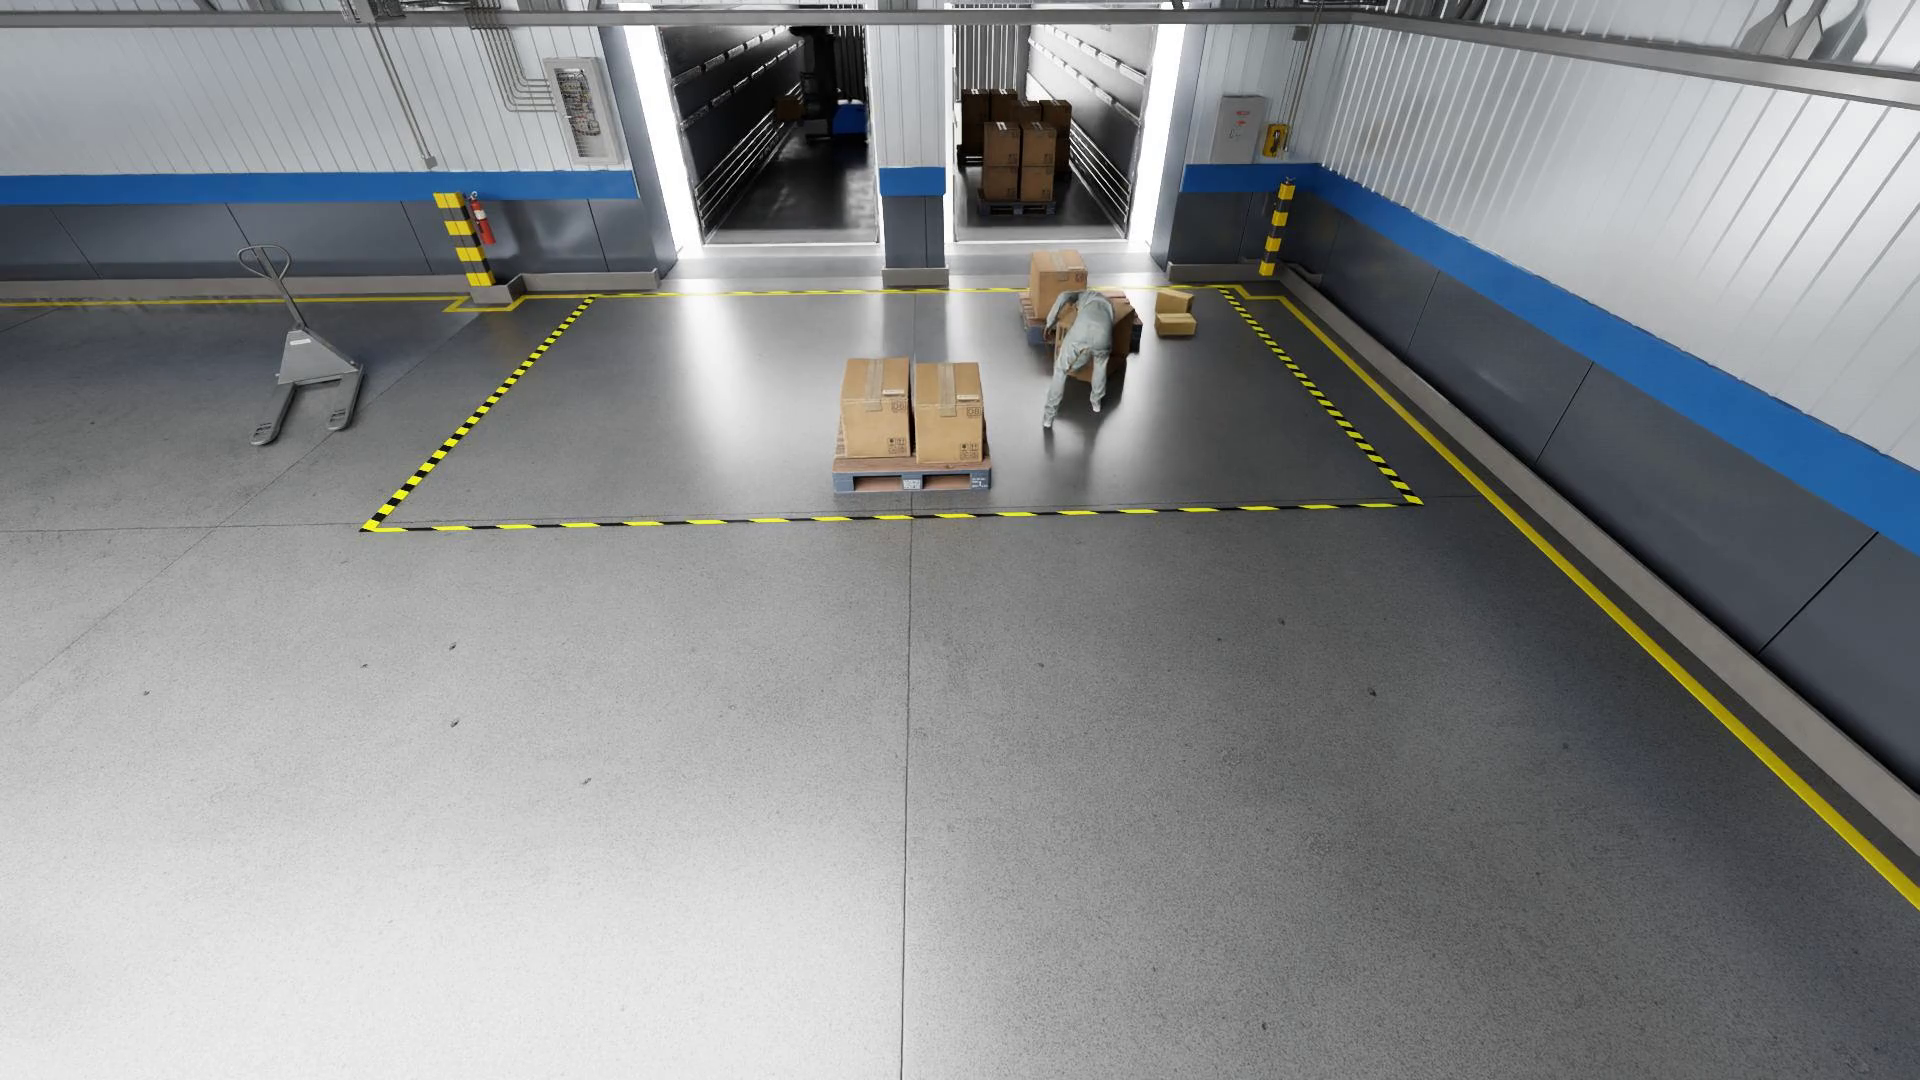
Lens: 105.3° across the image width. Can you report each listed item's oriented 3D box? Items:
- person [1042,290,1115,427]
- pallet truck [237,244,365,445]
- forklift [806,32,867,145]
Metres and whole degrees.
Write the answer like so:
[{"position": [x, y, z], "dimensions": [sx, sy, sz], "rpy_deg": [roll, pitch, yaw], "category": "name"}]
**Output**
[{"position": [1.011, -1.649, 6.401], "dimensions": [0.654, 1.073, 0.844], "rpy_deg": [-4, 39, -5], "category": "person"}, {"position": [-5.915, -1.733, 6.366], "dimensions": [0.680, 1.201, 1.601], "rpy_deg": [-18, 42, -21], "category": "pallet truck"}, {"position": [-2.546, -9.677, 15.732], "dimensions": [0.776, 2.013, 0.716], "rpy_deg": [-7, 39, -8], "category": "forklift"}]
